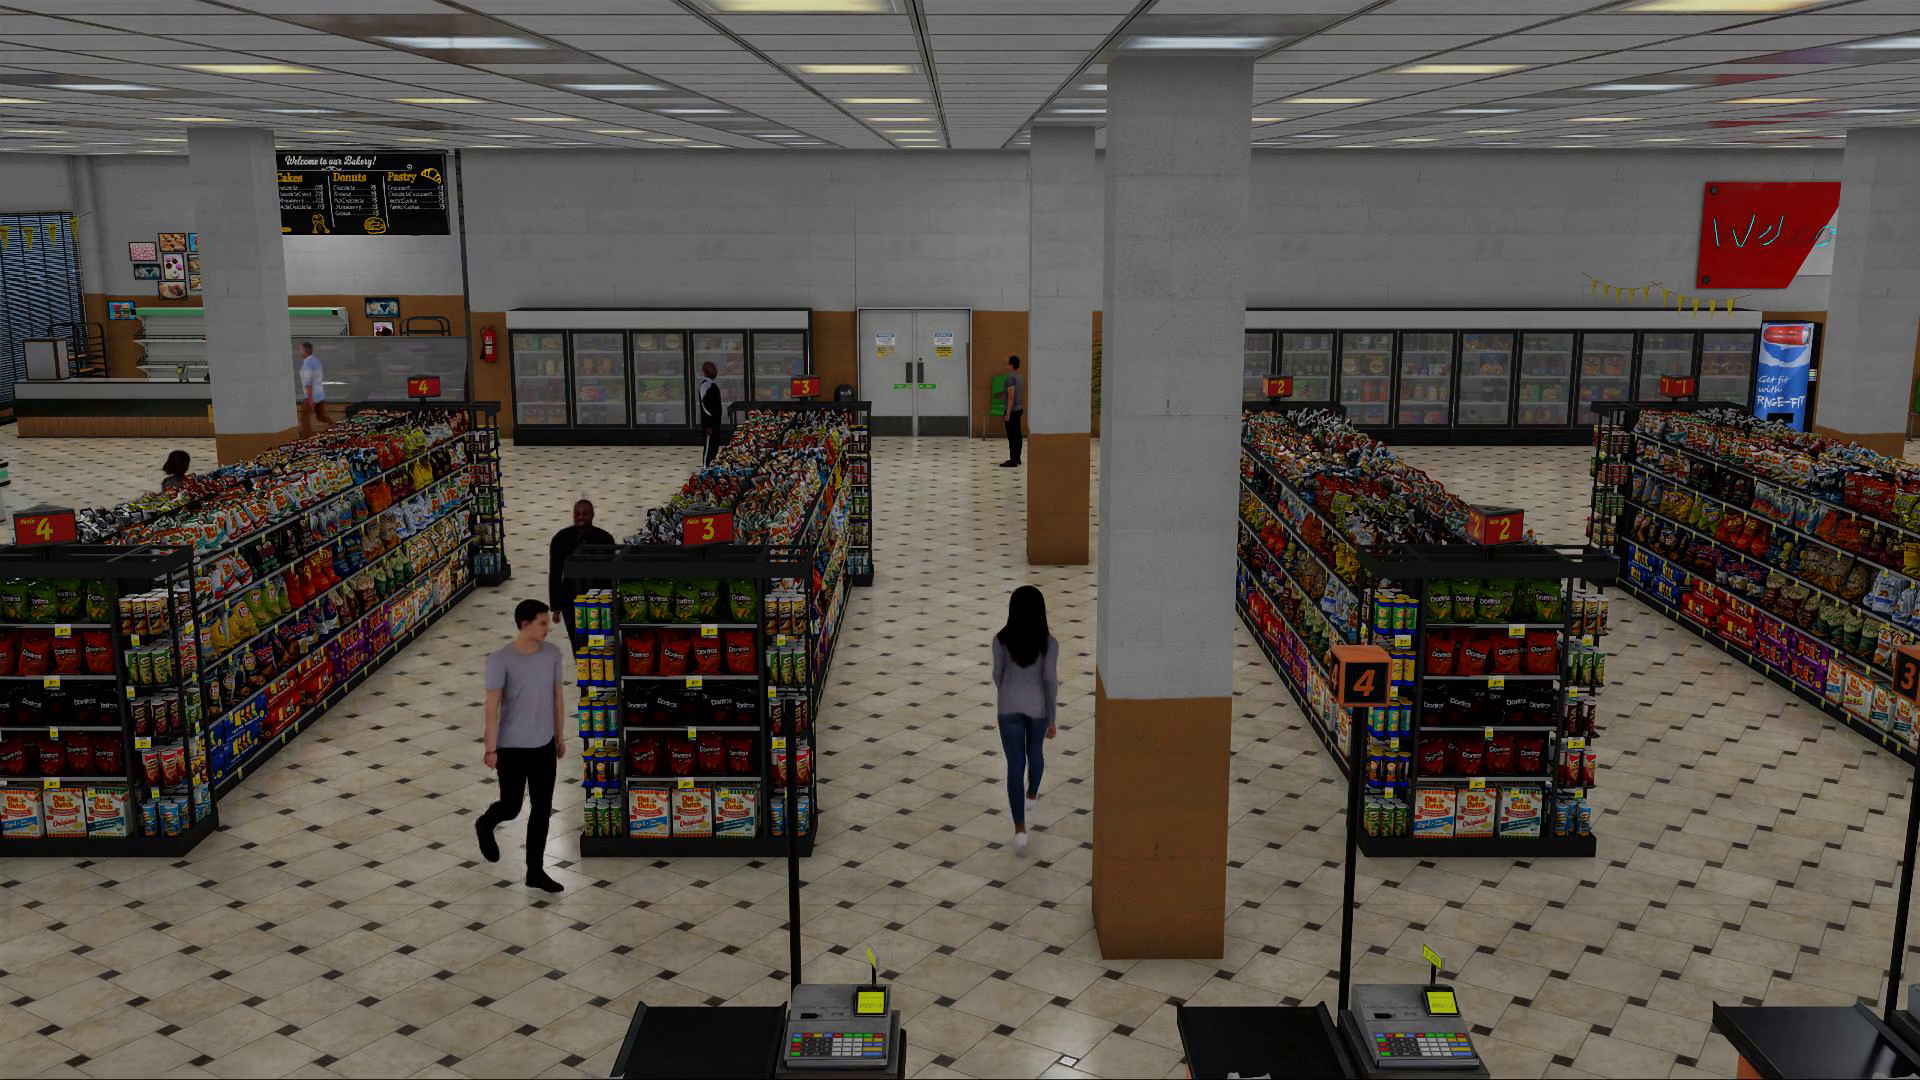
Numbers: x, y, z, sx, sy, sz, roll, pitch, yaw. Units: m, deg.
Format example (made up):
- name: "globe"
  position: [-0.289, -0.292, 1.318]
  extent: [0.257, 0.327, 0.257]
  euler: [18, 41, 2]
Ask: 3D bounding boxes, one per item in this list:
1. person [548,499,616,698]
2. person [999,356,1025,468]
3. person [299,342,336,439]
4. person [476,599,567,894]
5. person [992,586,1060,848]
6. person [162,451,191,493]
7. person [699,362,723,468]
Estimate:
- name: "person"
  position: [-3.145, 0.545, 13.989]
  extent: [0.749, 1.780, 1.170]
  euler: [-1, 12, -5]
- name: "person"
  position: [0.846, -2.050, 26.370]
  extent: [0.742, 1.755, 0.599]
  euler: [4, 13, 19]
- name: "person"
  position: [-10.813, -2.425, 28.046]
  extent: [0.803, 1.799, 1.058]
  euler: [1, 12, 6]
- name: "person"
  position: [-2.769, 1.270, 10.410]
  extent: [1.100, 1.836, 1.168]
  euler: [-9, 15, -38]
- name: "person"
  position: [0.424, 1.211, 11.063]
  extent: [0.590, 1.681, 1.226]
  euler: [0, 12, 2]
- name: "person"
  position: [-7.947, -0.038, 17.023]
  extent: [0.776, 1.670, 1.207]
  euler: [3, 12, 14]
- name: "person"
  position: [-3.723, -1.751, 24.774]
  extent: [0.745, 1.828, 0.533]
  euler: [2, 12, 8]
